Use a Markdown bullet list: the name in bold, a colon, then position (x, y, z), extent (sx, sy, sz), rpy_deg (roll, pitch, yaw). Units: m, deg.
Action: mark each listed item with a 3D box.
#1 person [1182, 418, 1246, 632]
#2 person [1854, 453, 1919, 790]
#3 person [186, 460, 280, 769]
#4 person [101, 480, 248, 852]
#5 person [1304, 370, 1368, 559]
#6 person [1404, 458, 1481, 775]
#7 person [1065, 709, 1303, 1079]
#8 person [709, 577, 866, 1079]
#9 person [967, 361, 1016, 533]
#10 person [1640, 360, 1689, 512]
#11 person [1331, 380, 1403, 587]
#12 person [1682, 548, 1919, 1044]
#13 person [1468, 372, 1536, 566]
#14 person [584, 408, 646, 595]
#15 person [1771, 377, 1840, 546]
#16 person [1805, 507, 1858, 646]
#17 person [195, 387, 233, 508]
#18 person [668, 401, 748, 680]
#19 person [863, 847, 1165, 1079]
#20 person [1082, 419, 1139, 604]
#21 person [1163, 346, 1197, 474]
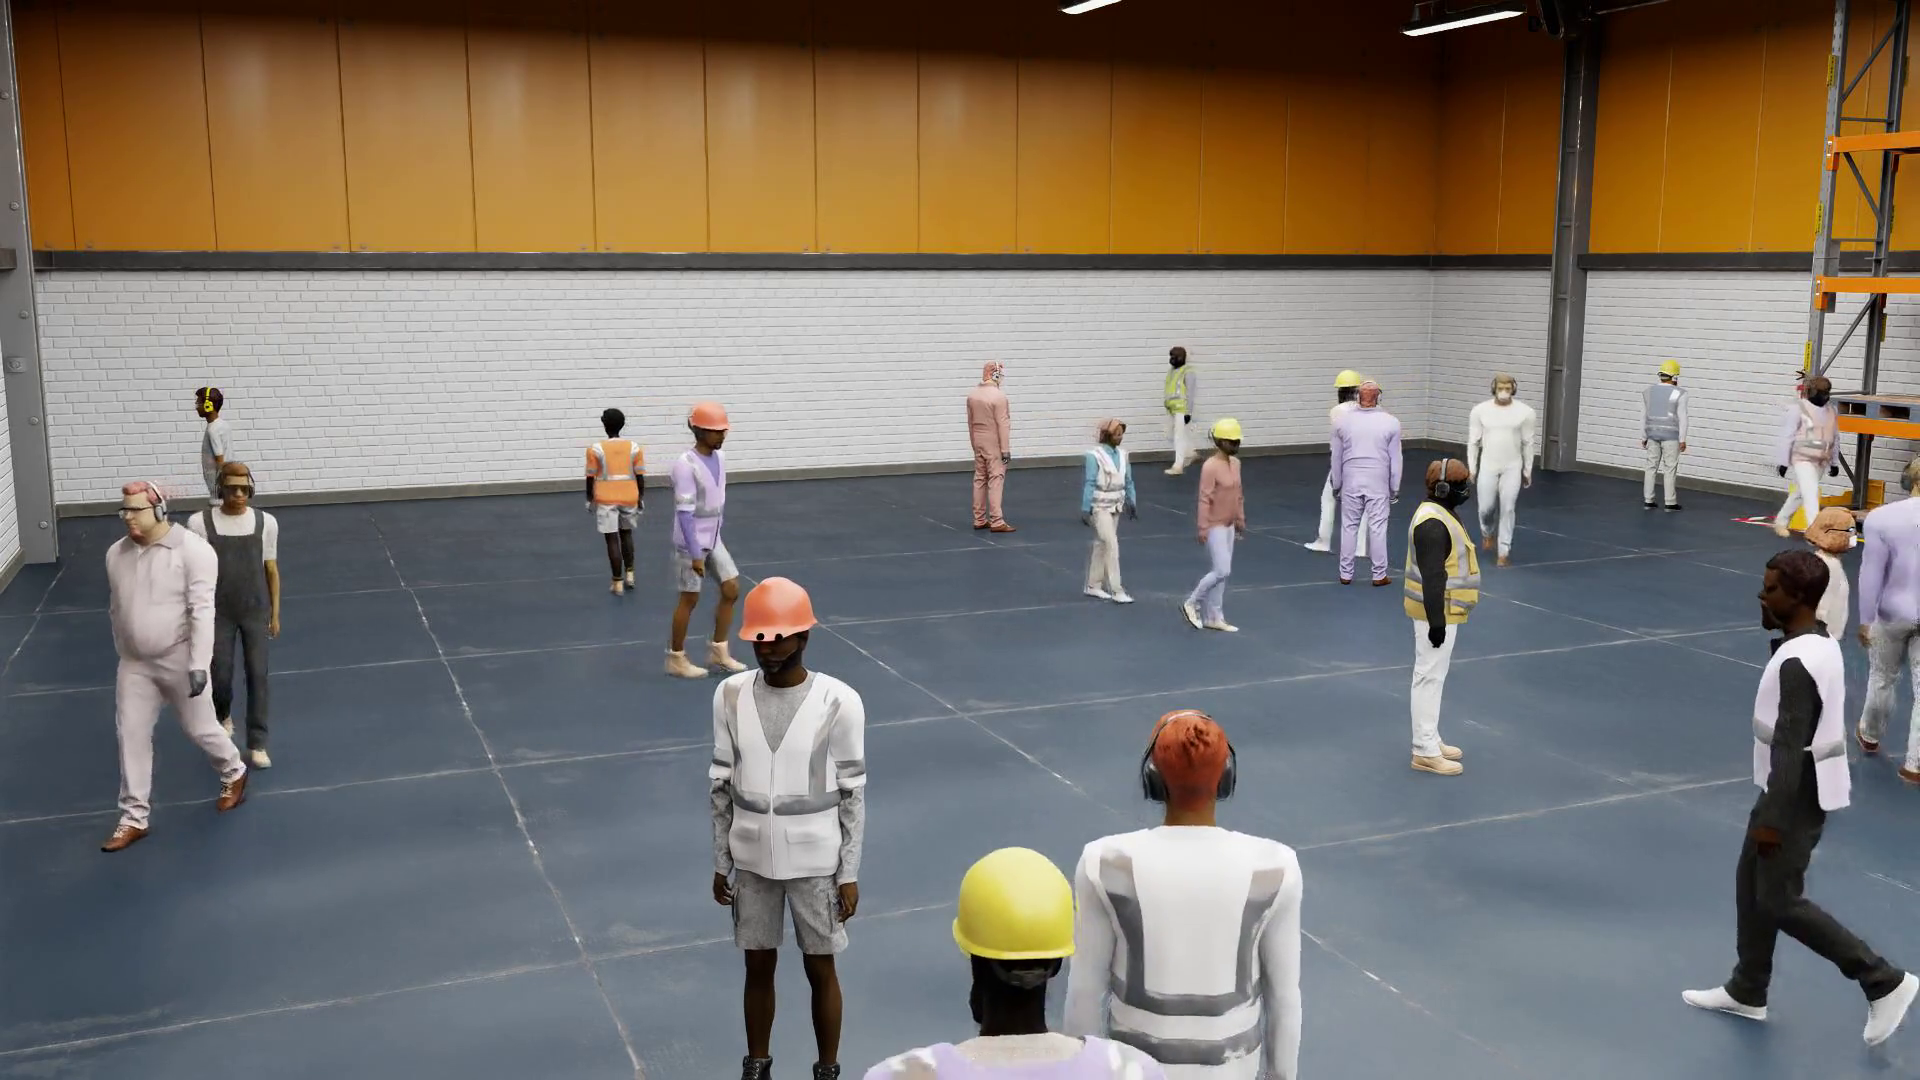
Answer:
- **person**: position (2.105, -0.109, 13.381), extent (0.391, 1.756, 0.536), rpy_deg (7, 11, 35)
- **person**: position (5.534, 0.428, 9.684), extent (0.651, 1.885, 1.004), rpy_deg (3, 10, 16)
- **person**: position (-4.312, 0.423, 9.904), extent (0.520, 1.829, 0.625), rpy_deg (-6, 11, -31)
- **person**: position (-4.142, 0.603, 8.711), extent (0.643, 1.871, 0.910), rpy_deg (1, 9, 8)
- **person**: position (3.878, -0.780, 16.974), extent (0.623, 1.896, 0.818), rpy_deg (-6, 11, -34)
- **person**: position (2.835, 0.437, 9.802), extent (0.429, 1.844, 0.624), rpy_deg (3, 10, 18)
- **person**: position (0.566, 1.347, 4.230), extent (0.596, 1.860, 0.781), rpy_deg (1, 9, 4)
- **person**: position (-0.593, 1.077, 5.628), extent (0.547, 1.938, 0.359), rpy_deg (2, 10, 12)
- **person**: position (0.363, -1.036, 18.547), extent (0.407, 1.903, 0.639), rpy_deg (-7, 12, -36)
- **person**: position (8.516, -1.259, 20.097), extent (0.404, 1.834, 0.592), rpy_deg (-7, 12, -36)
- **person**: position (3.767, -0.523, 15.400), extent (0.649, 1.913, 0.409), rpy_deg (4, 10, 22)
- **person**: position (3.240, 0.979, 6.330), extent (0.722, 1.900, 0.594), rpy_deg (5, 11, 28)
- **person**: position (5.386, -0.718, 16.574), extent (0.634, 1.925, 0.580), rpy_deg (3, 10, 19)
- **person**: position (-3.140, -0.357, 15.082), extent (0.541, 1.677, 0.570), rpy_deg (-5, 11, -30)
- **person**: position (9.076, -0.863, 17.827), extent (0.628, 1.798, 0.959), rpy_deg (-3, 10, -19)
- **person**: position (4.835, 0.619, 9.323), extent (0.269, 1.632, 0.509), rpy_deg (6, 11, 31)
- **person**: position (-6.761, -0.456, 15.125), extent (0.314, 1.869, 0.535), rpy_deg (-3, 10, -16)
- **person**: position (-1.788, 0.015, 11.842), extent (0.721, 2.009, 0.693), rpy_deg (4, 10, 22)
- **person**: position (0.096, 1.517, 3.045), extent (0.606, 1.909, 0.539), rpy_deg (-2, 10, -12)
- **person**: position (1.382, -0.245, 14.593), extent (0.724, 1.607, 0.551), rpy_deg (8, 13, 42)
- **person**: position (3.149, -1.842, 23.665), extent (0.518, 1.829, 0.628), rpy_deg (-4, 10, -24)
